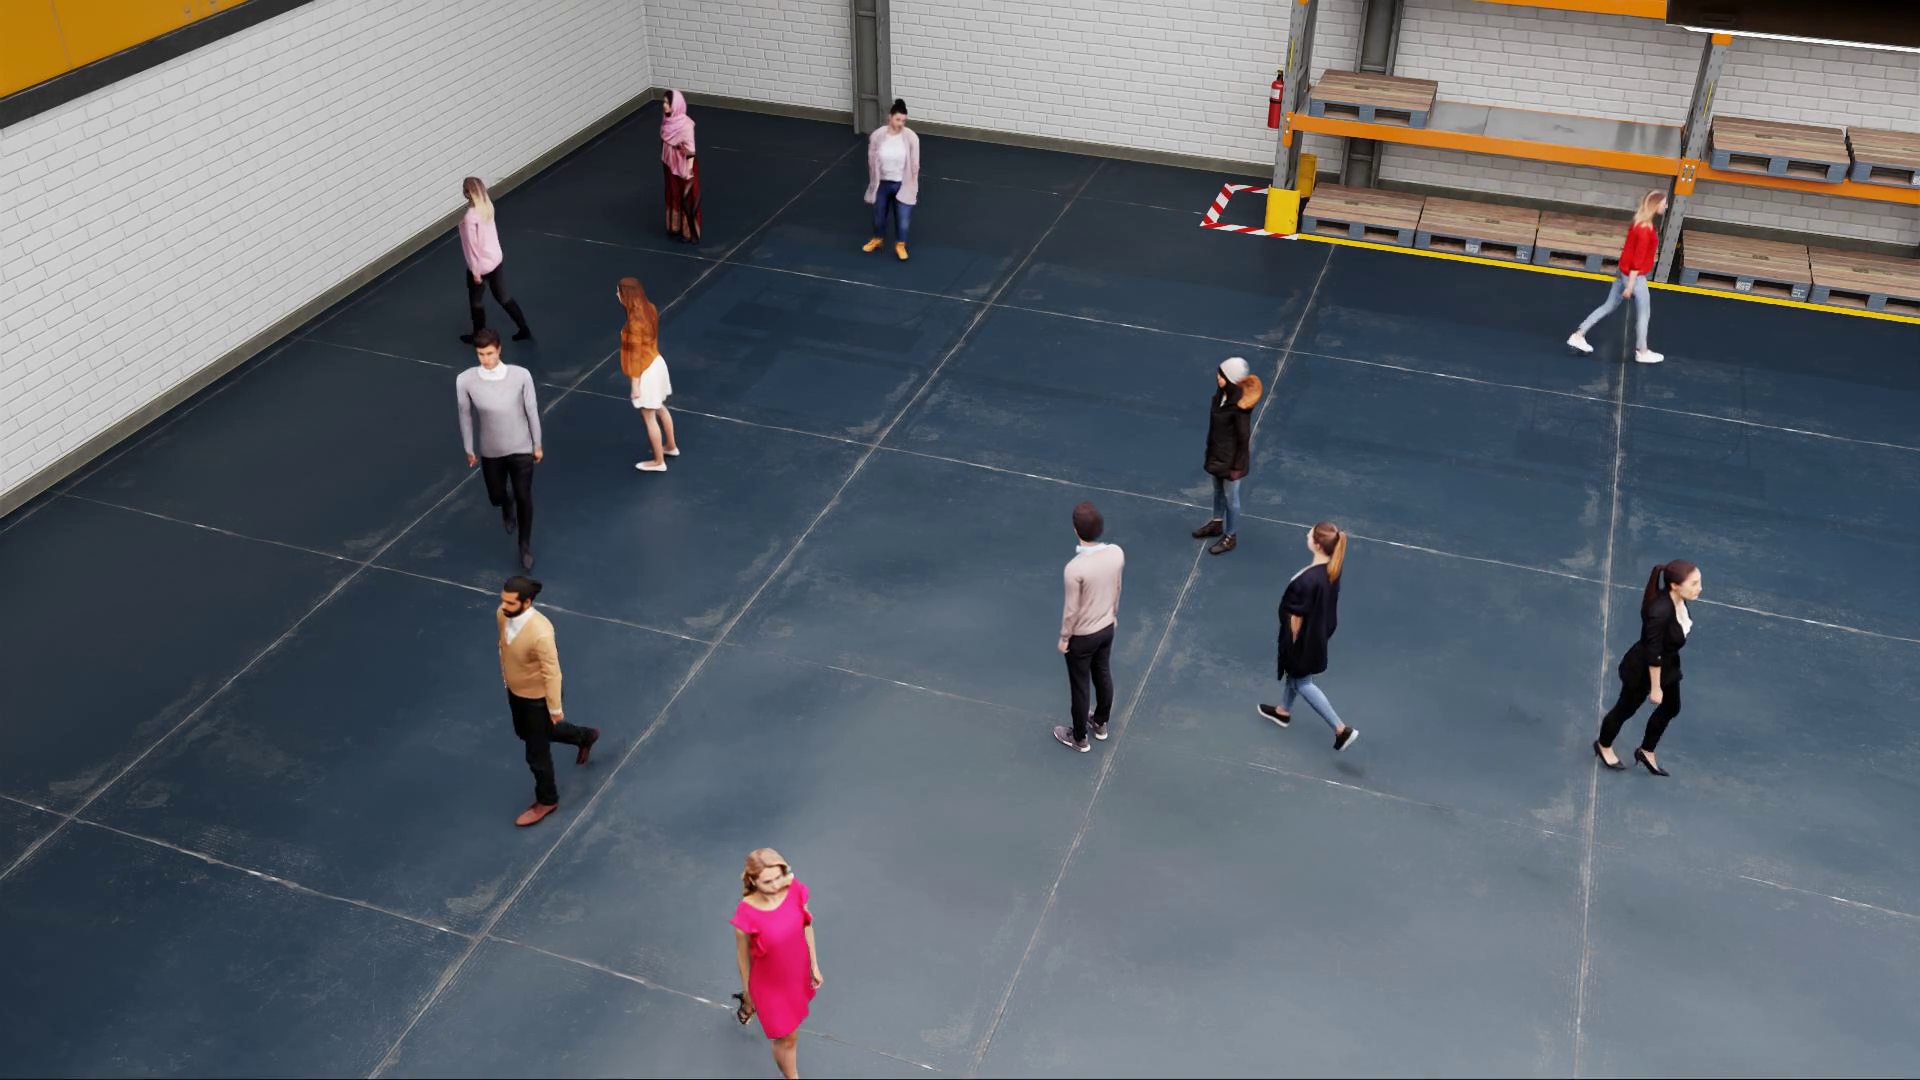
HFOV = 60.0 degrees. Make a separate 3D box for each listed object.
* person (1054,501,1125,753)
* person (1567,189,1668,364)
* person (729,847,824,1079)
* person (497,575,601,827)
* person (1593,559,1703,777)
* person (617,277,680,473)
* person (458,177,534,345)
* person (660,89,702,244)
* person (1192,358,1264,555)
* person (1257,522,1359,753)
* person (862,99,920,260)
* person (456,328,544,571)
[{"bbox_3d":[0.817,0.558,10.614,0.706,1.807,0.711,-24,40,-31],"label":"person"},{"bbox_3d":[6.063,-2.409,15.204,1.147,1.668,0.801,4,34,5],"label":"person"},{"bbox_3d":[-0.953,2.125,8.352,0.873,1.700,1.061,-26,41,-33],"label":"person"},{"bbox_3d":[-2.544,0.904,10.157,1.028,1.736,0.974,29,43,36],"label":"person"},{"bbox_3d":[4.235,0.784,10.424,0.809,1.641,0.733,26,42,34],"label":"person"},{"bbox_3d":[-2.536,-1.361,13.586,0.592,1.713,0.642,6,34,9],"label":"person"},{"bbox_3d":[-4.334,-2.556,15.421,0.921,1.671,0.611,11,35,16],"label":"person"},{"bbox_3d":[-2.959,-3.961,17.565,0.680,1.639,0.809,28,43,36],"label":"person"},{"bbox_3d":[2.031,-0.661,12.604,0.779,1.635,0.732,-11,35,-16],"label":"person"},{"bbox_3d":[2.296,0.638,10.621,1.103,1.666,0.882,29,43,36],"label":"person"},{"bbox_3d":[-0.694,-3.695,17.105,0.700,1.704,0.913,10,35,15],"label":"person"},{"bbox_3d":[-3.403,-0.745,12.486,1.087,1.905,1.085,-5,34,-8],"label":"person"}]
